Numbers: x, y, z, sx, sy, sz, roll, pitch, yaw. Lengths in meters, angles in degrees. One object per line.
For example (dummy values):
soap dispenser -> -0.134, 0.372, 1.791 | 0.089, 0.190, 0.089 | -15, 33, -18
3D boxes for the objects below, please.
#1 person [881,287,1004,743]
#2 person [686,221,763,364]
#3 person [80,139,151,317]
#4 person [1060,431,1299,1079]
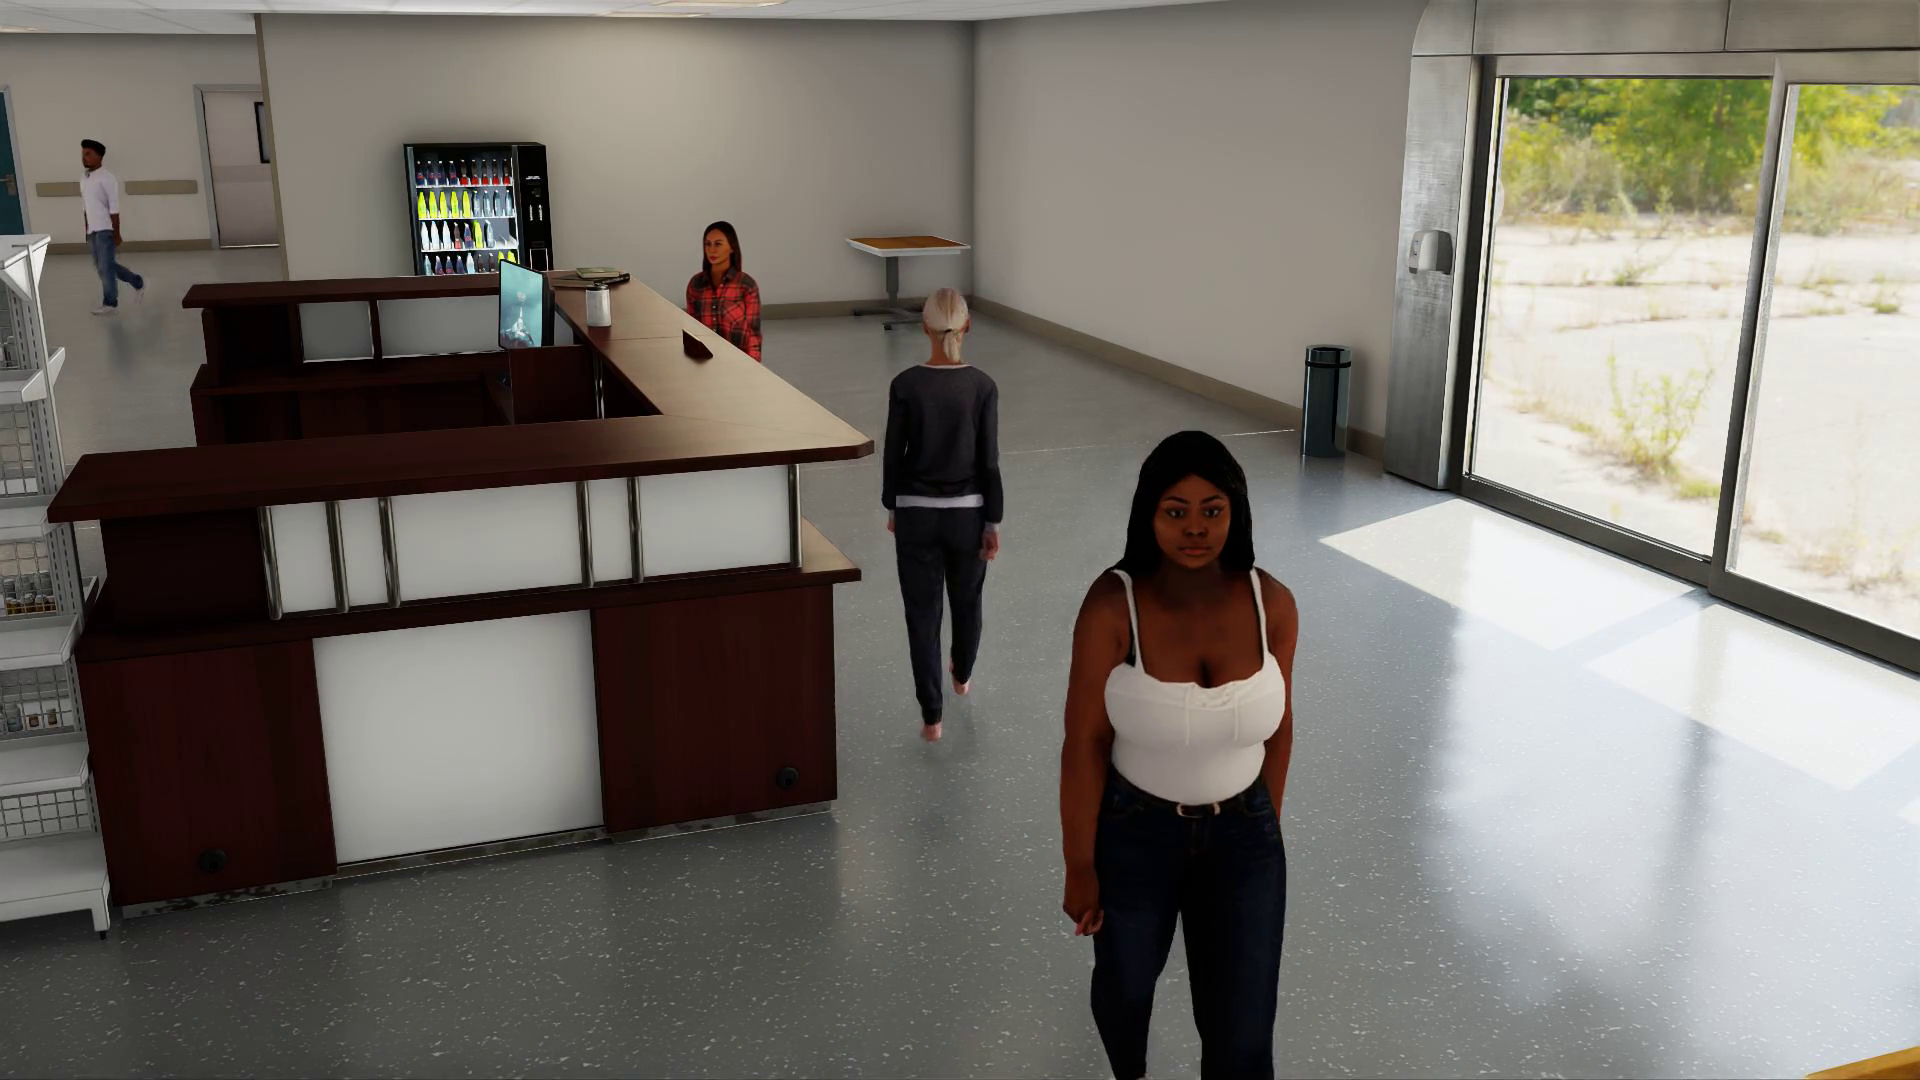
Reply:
person -> -0.075, -0.064, 6.262 | 1.075, 1.691, 0.861 | -1, 16, -5
person -> -1.297, -0.925, 9.297 | 0.674, 1.701, 0.764 | 4, 16, 15
person -> -8.941, -3.288, 17.500 | 0.994, 1.799, 1.108 | 10, 18, 30
person -> 0.453, 0.639, 3.631 | 1.143, 1.766, 0.964 | 0, 16, -1
